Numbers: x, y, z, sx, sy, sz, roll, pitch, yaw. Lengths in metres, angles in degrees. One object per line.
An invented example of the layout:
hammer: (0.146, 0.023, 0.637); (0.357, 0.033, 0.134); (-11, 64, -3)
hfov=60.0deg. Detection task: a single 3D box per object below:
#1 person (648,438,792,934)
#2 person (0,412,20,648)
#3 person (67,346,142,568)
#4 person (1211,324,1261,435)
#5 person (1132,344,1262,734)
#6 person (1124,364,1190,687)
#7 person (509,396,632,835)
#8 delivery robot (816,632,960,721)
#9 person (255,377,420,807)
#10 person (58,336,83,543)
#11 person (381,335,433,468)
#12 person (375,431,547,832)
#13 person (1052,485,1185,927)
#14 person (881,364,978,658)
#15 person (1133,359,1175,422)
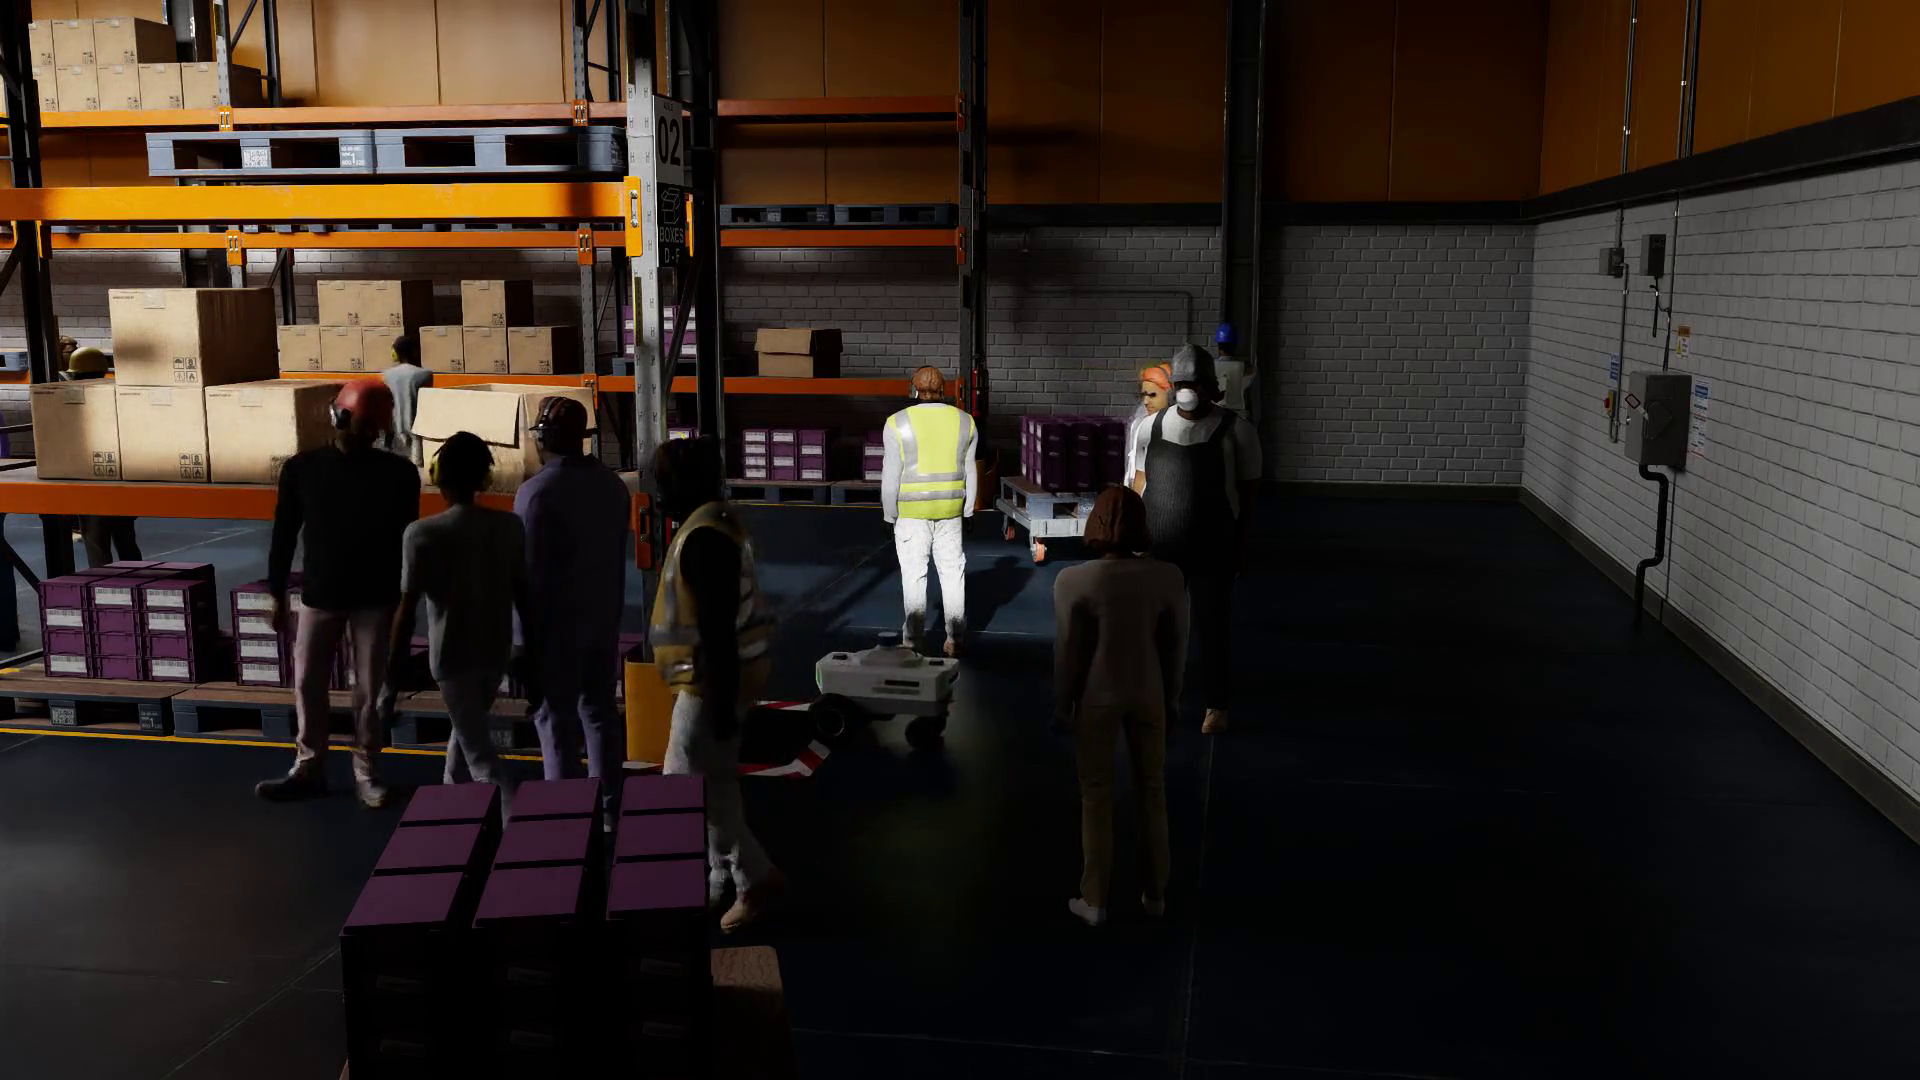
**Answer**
person: (-0.912, 0.535, 6.098); (0.439, 1.809, 0.693); (-1, 9, -5)
person: (-6.240, -0.218, 10.649); (0.377, 1.841, 0.570); (-3, 10, -20)
person: (-5.601, -0.292, 10.845); (0.370, 1.928, 0.585); (4, 10, 23)
person: (2.404, -0.973, 15.012); (0.614, 1.945, 0.394); (1, 9, 7)
person: (1.197, -0.005, 8.714); (0.682, 2.000, 0.537); (4, 10, 24)
person: (1.147, -0.072, 9.608); (0.356, 1.887, 0.573); (-7, 11, -37)
person: (-1.648, 0.351, 6.964); (0.402, 1.900, 0.647); (5, 10, 27)
delivery robot: (-0.367, 0.718, 8.538); (0.707, 0.478, 0.477); (2, 9, 14)
person: (-2.788, 0.252, 7.429); (0.772, 1.956, 0.369); (-1, 9, -8)
person: (-7.989, -0.904, 14.896); (0.328, 1.844, 0.511); (-1, 9, -5)
person: (-5.197, -1.028, 15.759); (0.528, 1.823, 0.921); (2, 9, 11)
person: (-1.862, 0.502, 6.313); (1.001, 1.816, 0.613); (8, 12, 40)
person: (0.580, 0.613, 6.140); (0.501, 1.632, 0.280); (-2, 9, -10)
person: (-0.199, -0.167, 10.339); (0.632, 1.842, 0.429); (-4, 10, -21)
person: (1.389, -0.327, 11.402); (0.432, 1.815, 0.608); (-1, 9, -8)
